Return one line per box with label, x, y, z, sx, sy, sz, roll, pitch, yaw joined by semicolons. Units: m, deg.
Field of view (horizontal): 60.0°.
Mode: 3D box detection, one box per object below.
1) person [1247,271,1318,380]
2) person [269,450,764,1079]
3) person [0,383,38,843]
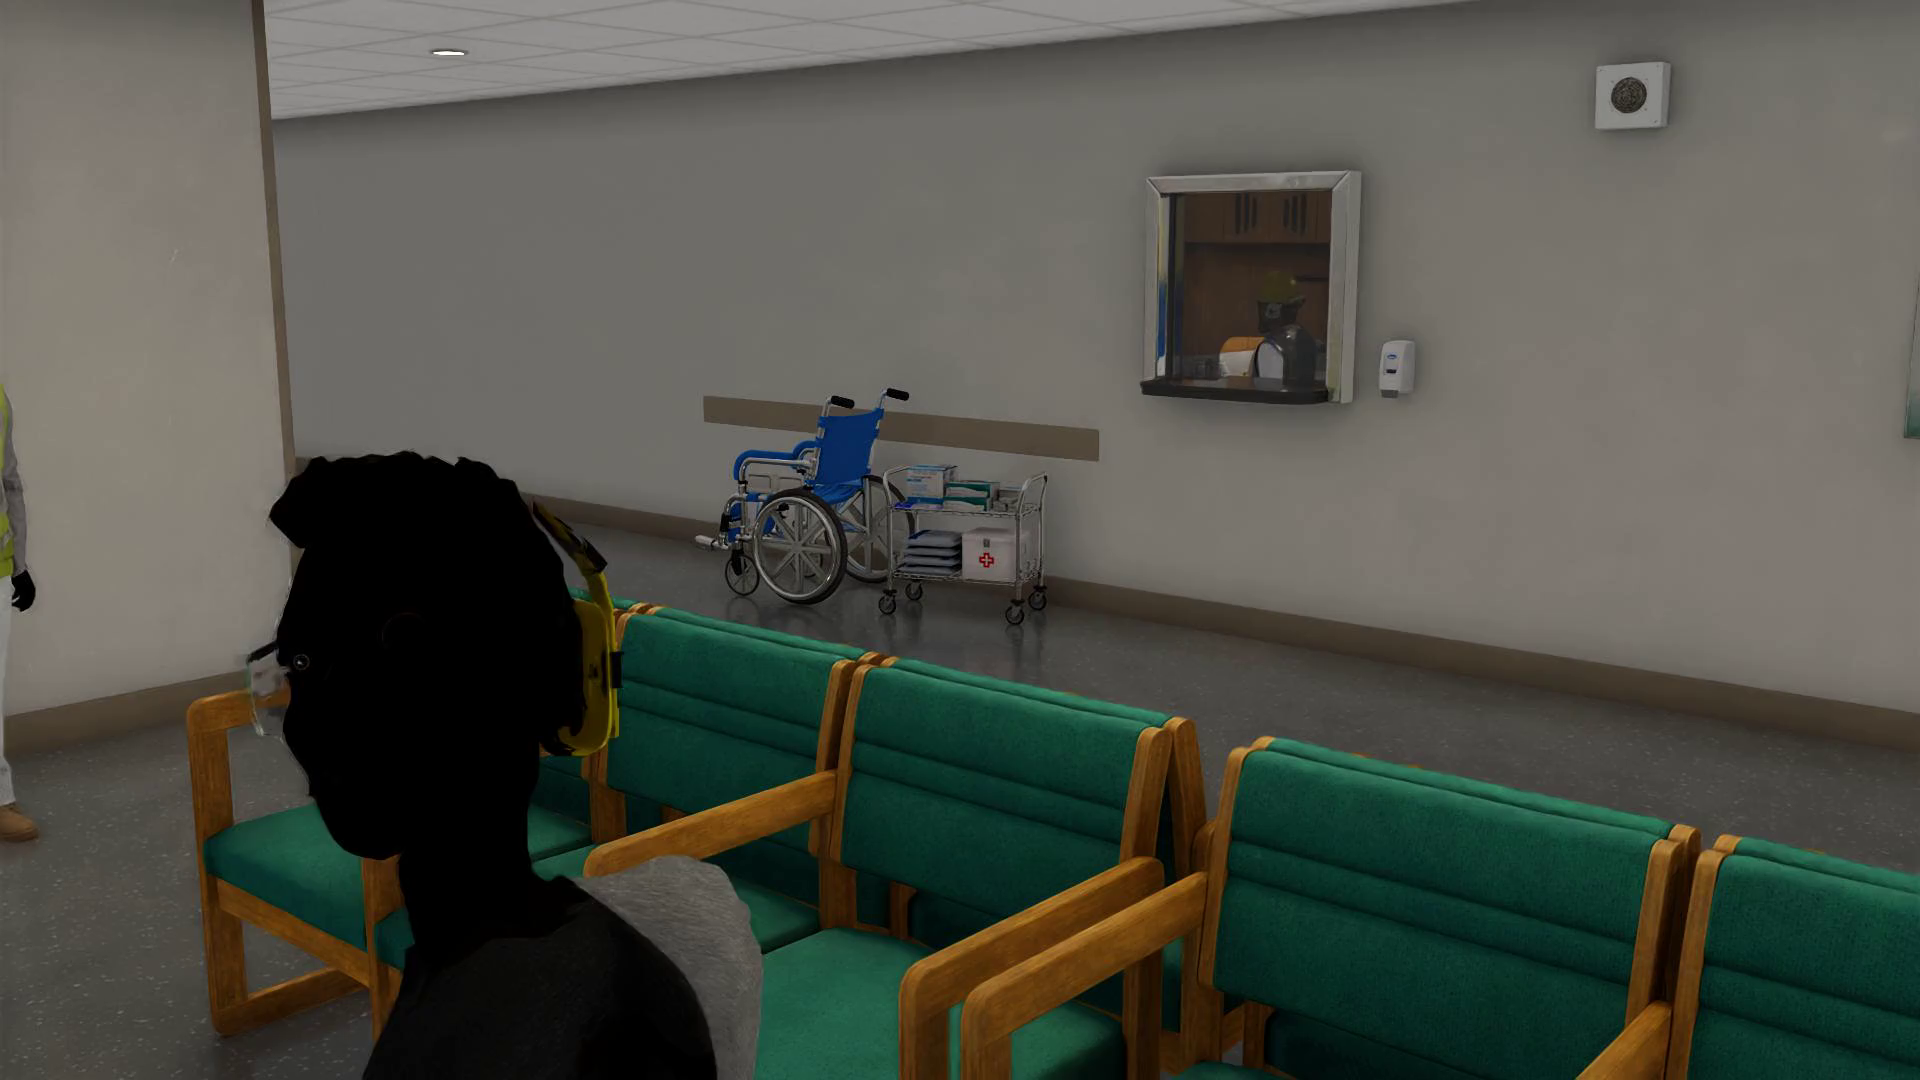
person;1.730;-0.552;9.144;0.404;1.833;0.590;6;11;29
person;-0.287;0.850;1.080;0.330;1.866;0.512;3;10;17
person;-3.286;0.115;5.329;0.429;1.841;0.633;7;12;34
